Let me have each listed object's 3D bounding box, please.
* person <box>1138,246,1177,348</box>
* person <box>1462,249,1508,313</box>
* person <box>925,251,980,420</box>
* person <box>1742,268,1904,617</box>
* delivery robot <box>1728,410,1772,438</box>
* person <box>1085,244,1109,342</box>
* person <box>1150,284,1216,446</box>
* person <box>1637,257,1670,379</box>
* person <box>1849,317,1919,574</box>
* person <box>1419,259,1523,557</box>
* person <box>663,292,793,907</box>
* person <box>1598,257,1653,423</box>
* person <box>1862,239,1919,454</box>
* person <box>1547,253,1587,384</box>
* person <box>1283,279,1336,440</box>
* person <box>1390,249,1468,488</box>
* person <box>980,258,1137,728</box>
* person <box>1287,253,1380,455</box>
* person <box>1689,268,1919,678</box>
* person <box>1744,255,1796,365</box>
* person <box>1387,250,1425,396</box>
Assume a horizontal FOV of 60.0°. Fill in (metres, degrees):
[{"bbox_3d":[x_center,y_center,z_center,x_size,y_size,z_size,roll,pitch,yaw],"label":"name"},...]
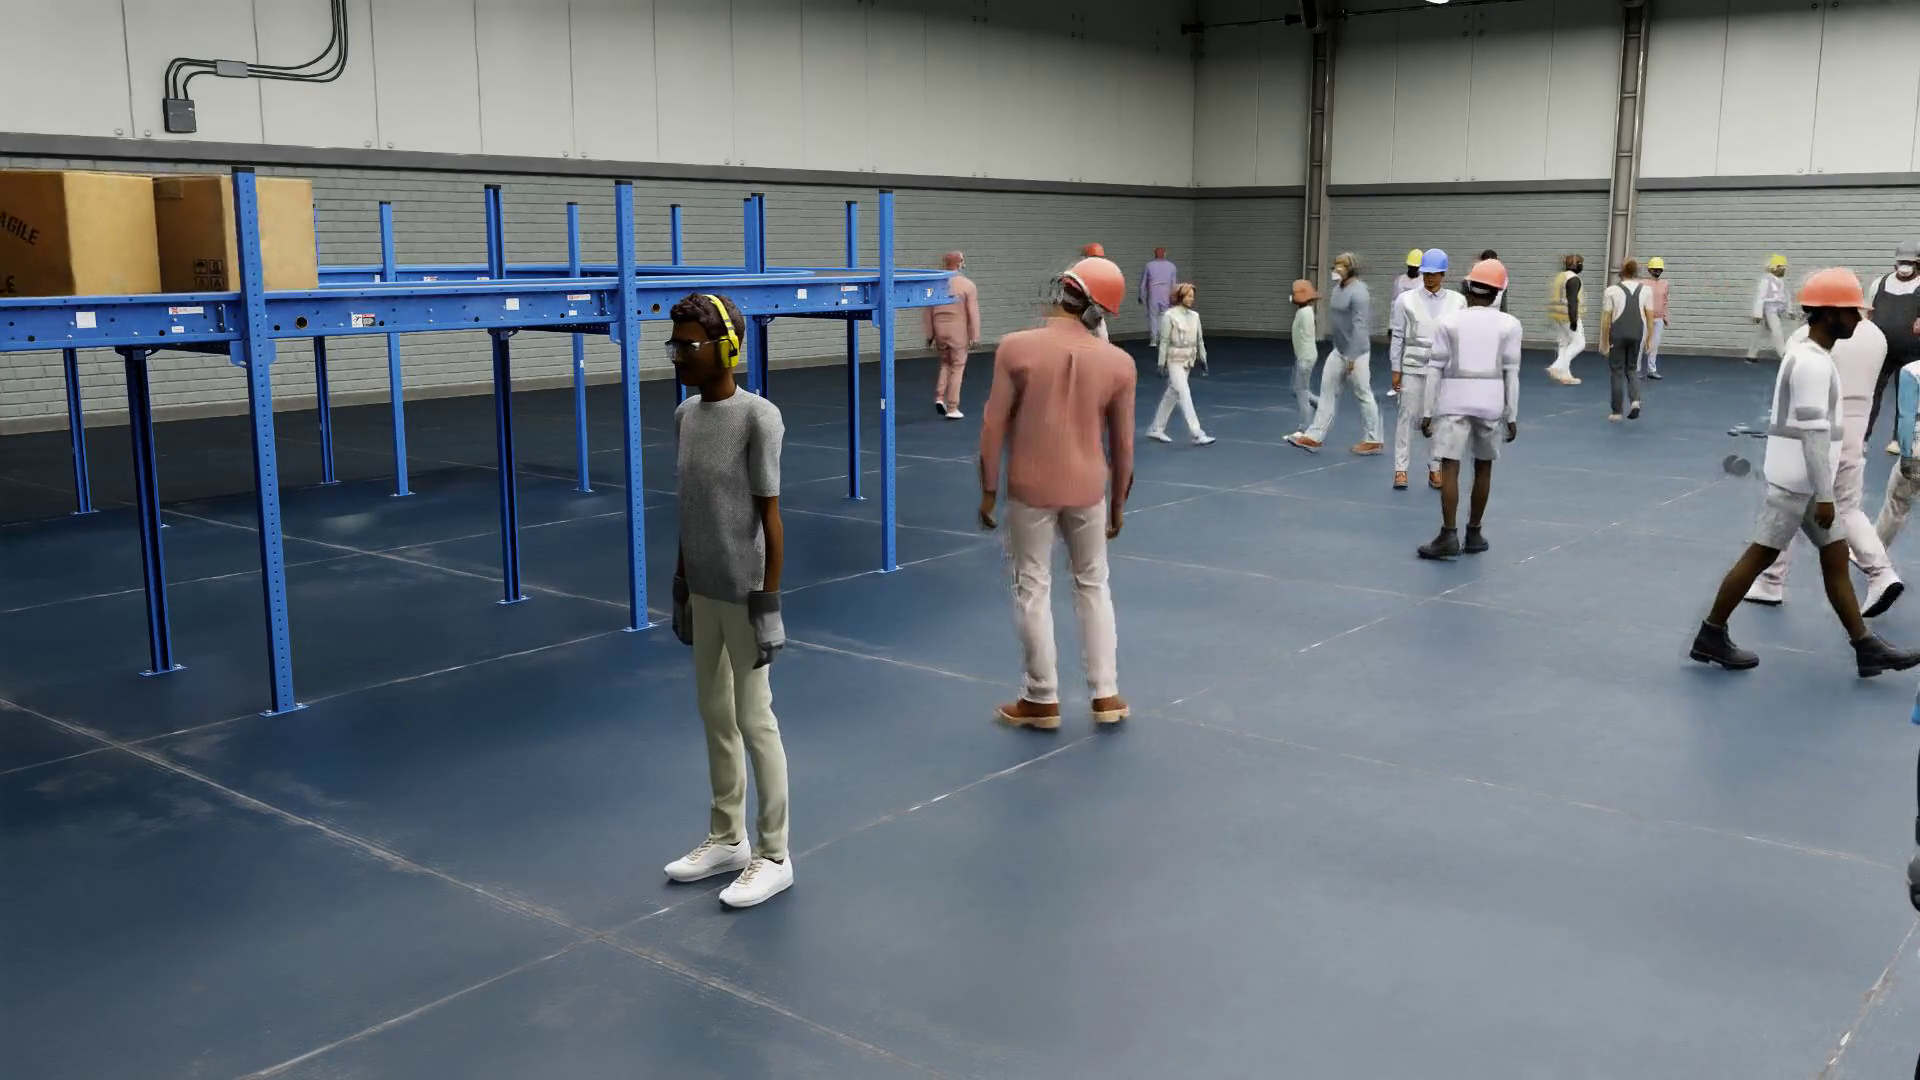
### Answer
[{"bbox_3d":[3.714,-4.567,31.300,0.663,1.898,0.467,-2,10,-10],"label":"person"},{"bbox_3d":[6.494,-2.643,20.634,0.605,1.903,0.436,-2,10,-11],"label":"person"},{"bbox_3d":[-0.070,-2.317,18.846,0.668,1.889,0.466,6,12,28],"label":"person"},{"bbox_3d":[4.726,-0.527,8.997,0.642,1.869,0.830,-2,11,-13],"label":"person"},{"bbox_3d":[7.089,-1.016,14.484,0.698,0.223,0.335,1,10,7],"label":"delivery robot"},{"bbox_3d":[2.011,-3.355,24.416,0.978,1.947,0.611,8,13,37],"label":"person"},{"bbox_3d":[2.210,-1.733,16.437,0.879,1.585,0.540,10,14,44],"label":"person"},{"bbox_3d":[10.115,-3.237,24.295,0.534,1.767,0.318,-2,10,-12],"label":"person"},{"bbox_3d":[5.610,-0.511,9.678,0.520,1.592,0.865,-1,10,-5],"label":"person"},{"bbox_3d":[3.269,-0.836,10.651,0.601,1.903,0.608,2,10,11],"label":"person"},{"bbox_3d":[-0.720,0.179,5.117,0.519,1.865,0.318,10,14,44],"label":"person"},{"bbox_3d":[7.386,-2.216,18.461,0.526,1.827,0.397,0,10,3],"label":"person"},{"bbox_3d":[8.790,-1.791,15.642,0.758,2.000,0.707,-9,14,-42],"label":"person"},{"bbox_3d":[8.538,-3.090,23.292,0.435,1.832,0.649,1,10,5],"label":"person"},{"bbox_3d":[3.531,-1.811,16.780,0.470,1.620,0.514,1,10,6],"label":"person"},{"bbox_3d":[3.824,-1.393,13.582,0.606,1.944,0.403,1,10,5],"label":"person"},{"bbox_3d":[0.422,-0.172,6.862,0.689,1.951,0.413,-3,11,-14],"label":"person"},{"bbox_3d":[3.573,-1.742,15.651,0.962,1.888,0.645,-3,11,-14],"label":"person"},{"bbox_3d":[3.936,-0.295,7.655,1.018,1.883,0.565,5,12,27],"label":"person"},{"bbox_3d":[13.030,-3.659,26.610,0.593,1.784,0.970,-8,13,-37],"label":"person"},{"bbox_3d":[5.712,-2.722,21.098,0.510,1.892,0.634,-10,14,-44],"label":"person"}]
